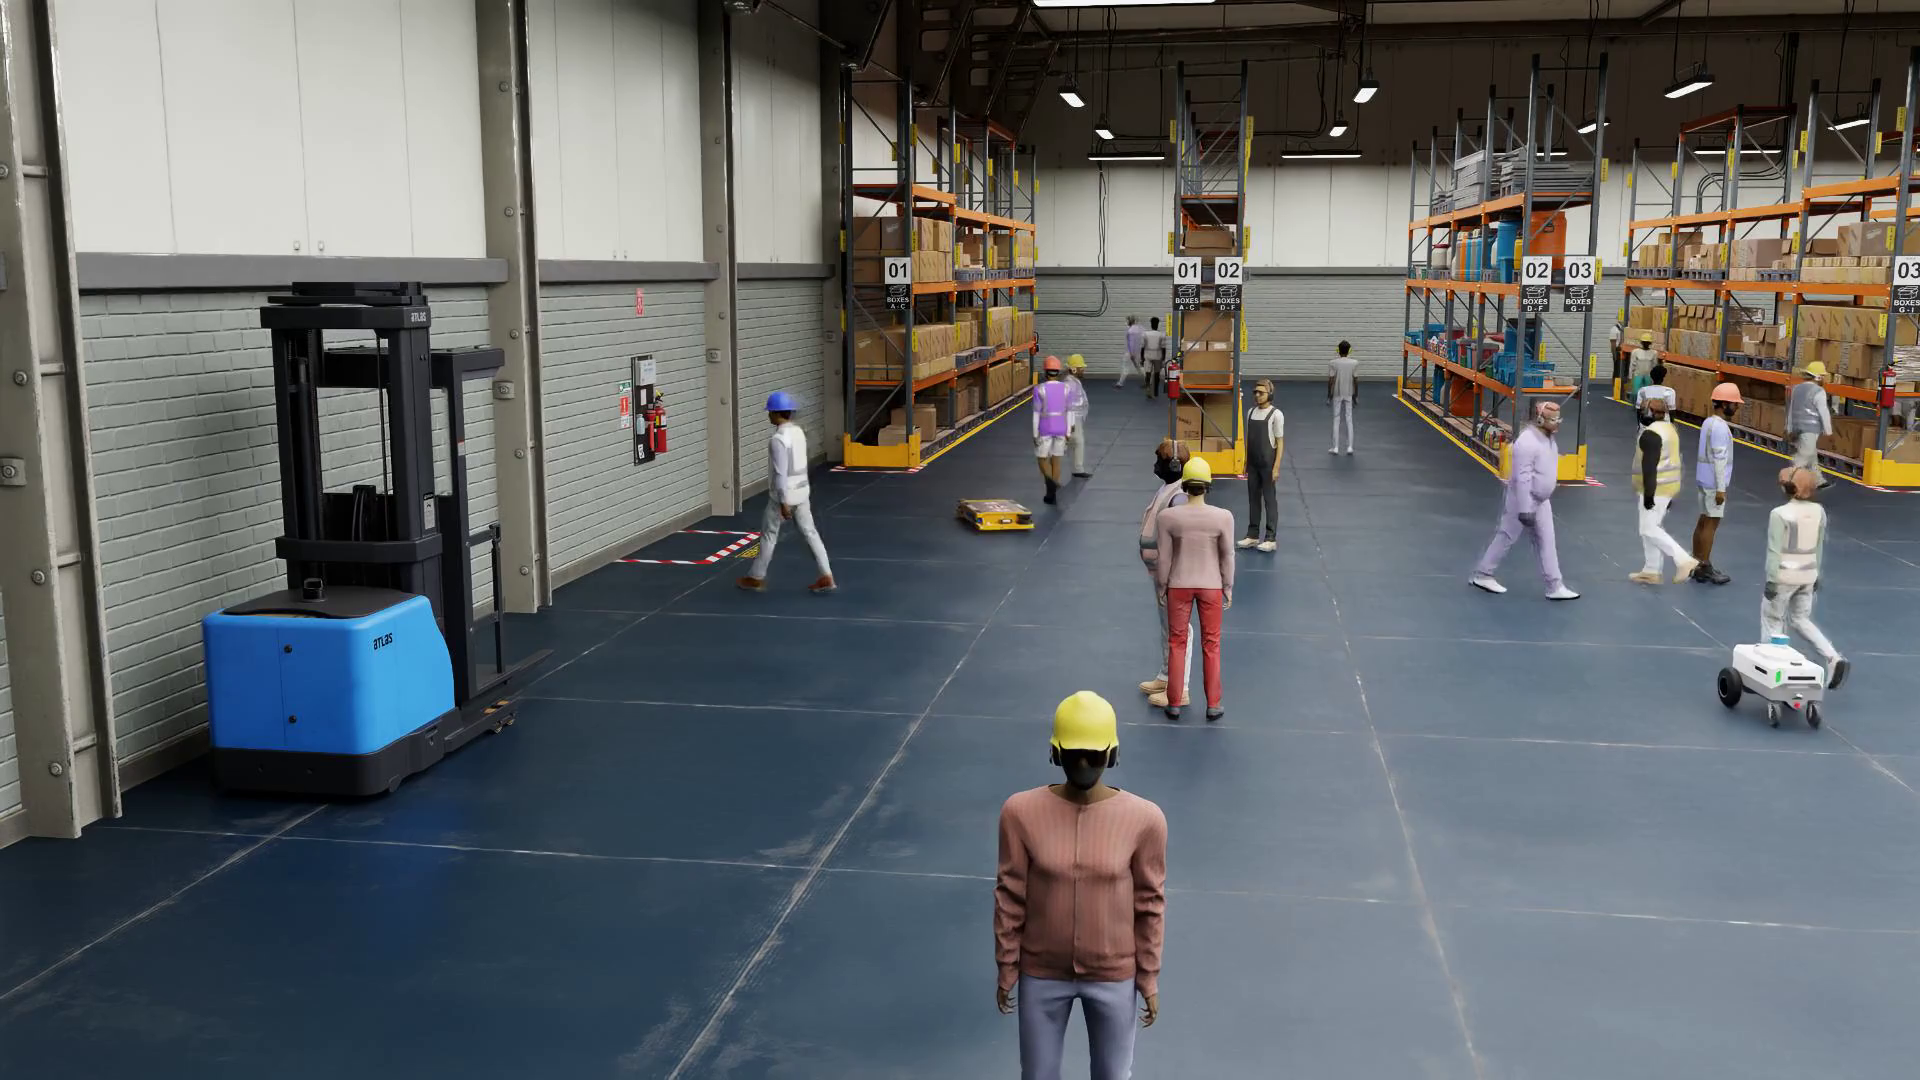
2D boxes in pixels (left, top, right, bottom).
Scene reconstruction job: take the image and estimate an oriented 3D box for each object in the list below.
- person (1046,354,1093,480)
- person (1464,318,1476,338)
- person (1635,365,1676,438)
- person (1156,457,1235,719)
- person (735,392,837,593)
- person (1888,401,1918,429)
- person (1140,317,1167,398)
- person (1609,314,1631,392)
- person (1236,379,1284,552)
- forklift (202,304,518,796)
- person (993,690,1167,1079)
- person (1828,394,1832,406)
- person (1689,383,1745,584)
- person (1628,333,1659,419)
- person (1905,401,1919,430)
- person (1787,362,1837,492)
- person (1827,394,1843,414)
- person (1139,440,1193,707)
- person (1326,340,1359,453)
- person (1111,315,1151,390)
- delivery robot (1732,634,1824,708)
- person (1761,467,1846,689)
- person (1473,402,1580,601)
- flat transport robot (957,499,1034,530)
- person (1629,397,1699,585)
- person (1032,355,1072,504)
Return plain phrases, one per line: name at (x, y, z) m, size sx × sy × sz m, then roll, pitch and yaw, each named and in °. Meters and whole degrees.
person at (1.599, -1.779, 24.036) m, size 0.616 × 1.811 × 0.604 m, roll 1°, pitch 9°, yaw 6°
person at (13.352, -4.946, 43.679) m, size 0.948 × 1.774 × 0.597 m, roll -1°, pitch 9°, yaw -8°
person at (9.702, -1.587, 23.214) m, size 0.536 × 1.697 × 0.318 m, roll 6°, pitch 11°, yaw 35°
person at (1.582, 0.325, 11.197) m, size 0.527 × 1.772 × 0.305 m, roll 1°, pitch 9°, yaw 9°
person at (-1.615, -0.439, 15.548) m, size 1.024 × 1.899 × 0.597 m, roll 4°, pitch 10°, yaw 24°
person at (15.259, -2.359, 27.048) m, size 0.607 × 2.010 × 0.882 m, roll 1°, pitch 9°, yaw 9°
person at (4.543, -4.287, 39.130) m, size 0.618 × 1.937 × 0.863 m, roll 2°, pitch 9°, yaw 12°
person at (16.631, -4.714, 41.572) m, size 0.845 × 2.000 × 0.561 m, roll -4°, pitch 10°, yaw -22°
person at (3.253, -0.811, 17.963) m, size 0.338 × 1.846 × 0.511 m, roll -7°, pitch 12°, yaw -37°
forklift at (-3.673, -0.038, 10.147) m, size 1.129 × 2.768 × 1.873 m, roll 1°, pitch 9°, yaw 9°
person at (0.362, 1.319, 5.070) m, size 0.525 × 1.770 × 0.306 m, roll 1°, pitch 9°, yaw 5°
person at (19.320, -3.898, 36.805) m, size 0.594 × 1.905 × 0.811 m, roll 3°, pitch 10°, yaw 16°
person at (7.351, -0.558, 16.134) m, size 0.378 × 1.932 × 0.551 m, roll 2°, pitch 9°, yaw 11°
person at (13.817, -3.300, 33.611) m, size 0.559 × 1.750 × 0.474 m, roll 1°, pitch 9°, yaw 9°
person at (16.529, -2.651, 28.997) m, size 0.384 × 1.948 × 0.605 m, roll -3°, pitch 10°, yaw -20°
person at (11.503, -1.494, 22.345) m, size 0.912 × 1.786 × 0.606 m, roll -1°, pitch 9°, yaw -8°
person at (16.253, -2.809, 31.021) m, size 0.501 × 1.607 × 0.638 m, roll 4°, pitch 10°, yaw 23°
person at (1.467, 0.221, 11.614) m, size 0.429 × 1.844 × 0.627 m, roll 0°, pitch 9°, yaw -2°
person at (6.319, -2.365, 27.479) m, size 0.535 × 1.868 × 0.309 m, roll 0°, pitch 9°, yaw 2°
person at (4.401, -4.762, 42.213) m, size 1.014 × 1.894 × 0.649 m, roll 4°, pitch 10°, yaw 24°
delivery robot at (5.560, 0.886, 11.313) m, size 0.477 × 0.478 × 0.707 m, roll 0°, pitch 9°, yaw 1°
person at (6.005, 0.292, 11.879) m, size 0.522 × 1.622 × 0.610 m, roll -4°, pitch 10°, yaw -24°
person at (5.223, -0.370, 15.309) m, size 0.650 × 1.838 × 1.012 m, roll -8°, pitch 12°, yaw -41°
flat transport robot at (0.408, -0.316, 19.886) m, size 0.652 × 0.197 × 1.431 m, roll -2°, pitch 10°, yaw -11°
person at (6.752, -0.455, 15.899) m, size 0.650 × 1.809 × 0.650 m, roll 7°, pitch 12°, yaw 39°
person at (1.197, -1.412, 21.448) m, size 0.550 × 1.921 × 0.569 m, roll -2°, pitch 9°, yaw -14°
